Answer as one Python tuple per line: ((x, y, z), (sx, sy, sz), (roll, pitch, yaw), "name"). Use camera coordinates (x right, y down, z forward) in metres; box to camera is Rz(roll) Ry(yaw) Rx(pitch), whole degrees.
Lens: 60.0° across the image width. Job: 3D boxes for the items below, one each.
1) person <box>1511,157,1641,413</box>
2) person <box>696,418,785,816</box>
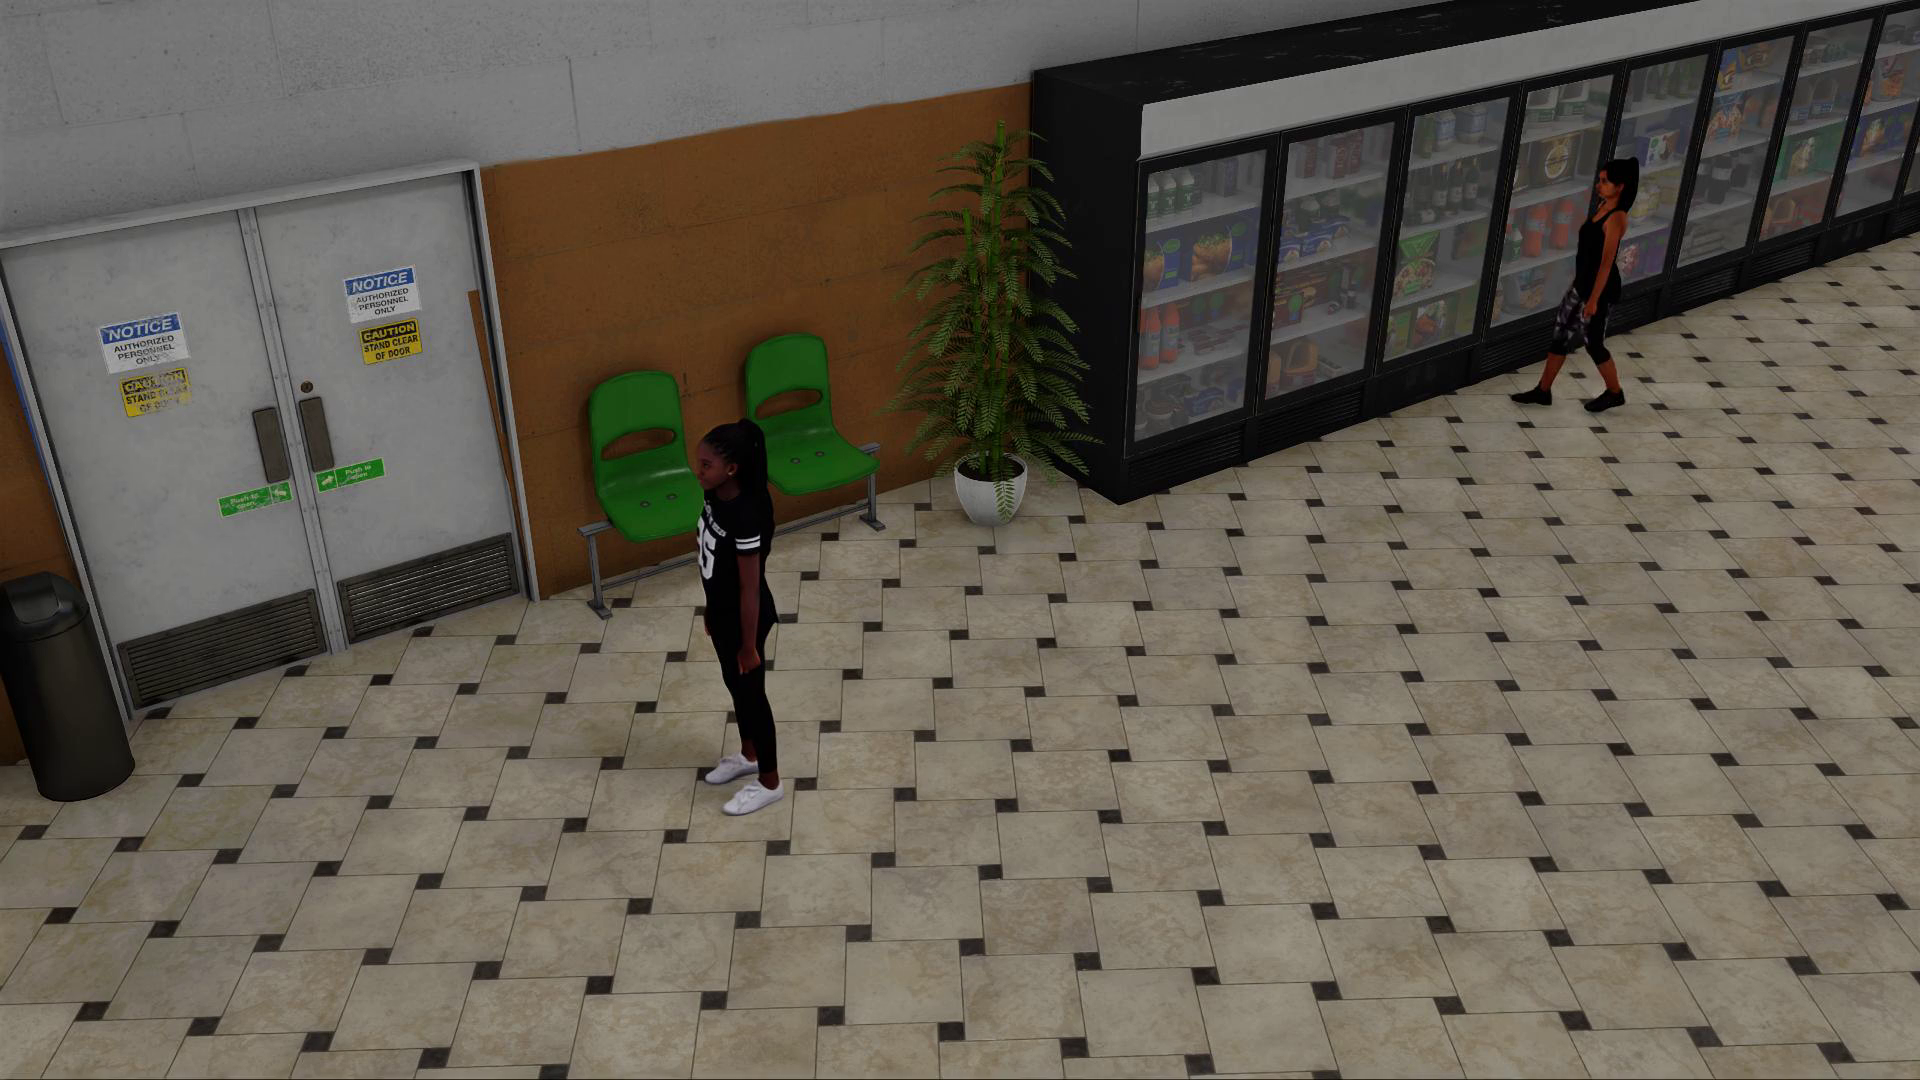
((3.998, -1.545, 10.295), (0.991, 1.645, 0.960), (2, 29, 4), "person")
((-0.906, 0.315, 6.800), (0.695, 1.730, 0.540), (-13, 31, -23), "person")
